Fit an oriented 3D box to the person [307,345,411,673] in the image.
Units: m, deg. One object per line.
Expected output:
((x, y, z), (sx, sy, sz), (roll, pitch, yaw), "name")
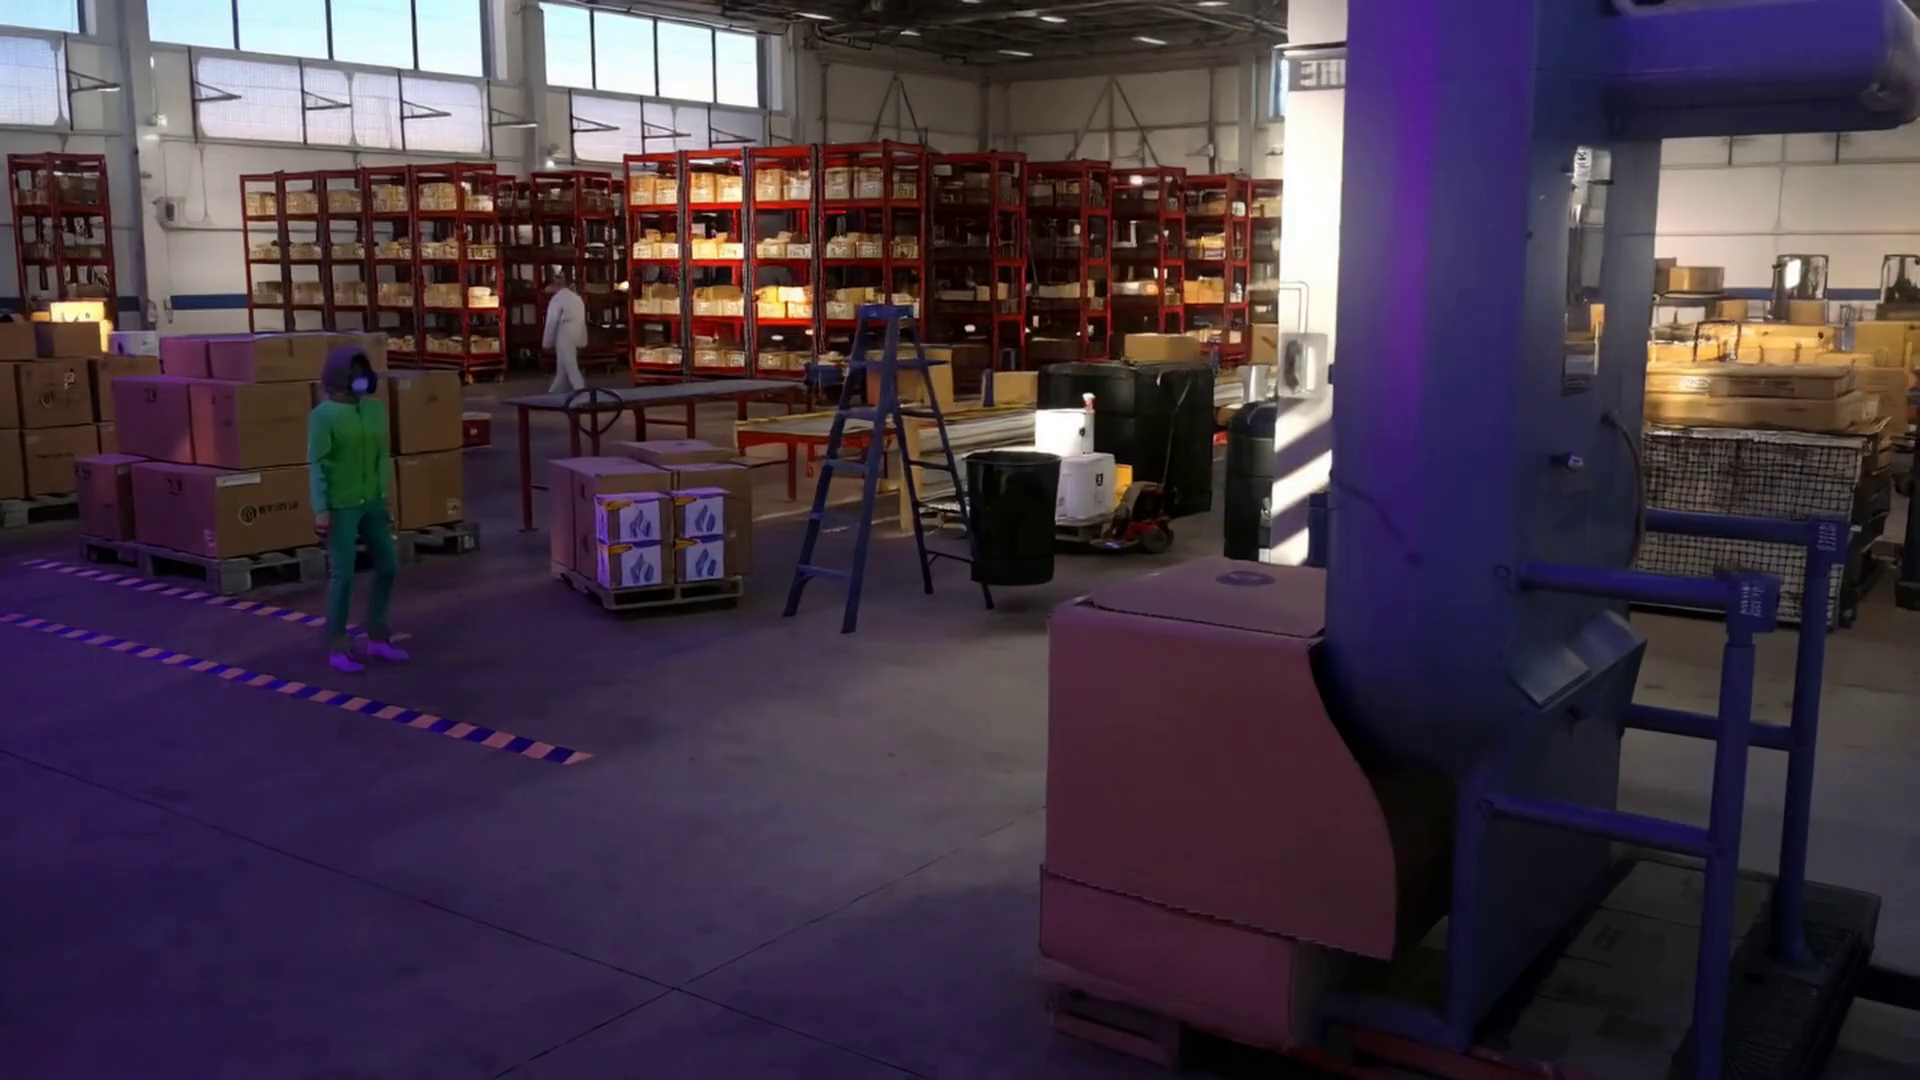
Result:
((-2.985, -0.151, 8.196), (0.296, 1.619, 0.510), (4, 10, 23), "person")

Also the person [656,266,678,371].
((-5.382, -4.099, 30.582), (0.379, 1.996, 0.611), (-5, 11, -29), "person")

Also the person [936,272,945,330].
((-0.413, -4.689, 34.681), (0.578, 1.810, 0.916), (8, 12, 38), "person")

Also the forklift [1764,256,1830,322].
((20.253, -5.854, 40.139), (1.157, 1.987, 2.680), (7, 12, 35), "forklift")

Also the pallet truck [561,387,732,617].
((-1.981, -0.274, 10.088), (0.680, 1.201, 1.601), (-5, 11, -28), "pallet truck")

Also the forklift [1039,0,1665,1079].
((1.249, -0.137, 4.360), (1.873, 2.768, 1.129), (7, 12, 35), "forklift")

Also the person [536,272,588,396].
((-5.440, -2.690, 22.590), (0.976, 1.852, 0.676), (4, 10, 20), "person")

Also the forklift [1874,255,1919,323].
((22.089, -5.634, 38.796), (1.157, 1.987, 2.680), (6, 11, 33), "forklift")

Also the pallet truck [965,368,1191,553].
((0.845, -0.609, 11.869), (1.630, 1.274, 0.653), (7, 12, 35), "pallet truck")
